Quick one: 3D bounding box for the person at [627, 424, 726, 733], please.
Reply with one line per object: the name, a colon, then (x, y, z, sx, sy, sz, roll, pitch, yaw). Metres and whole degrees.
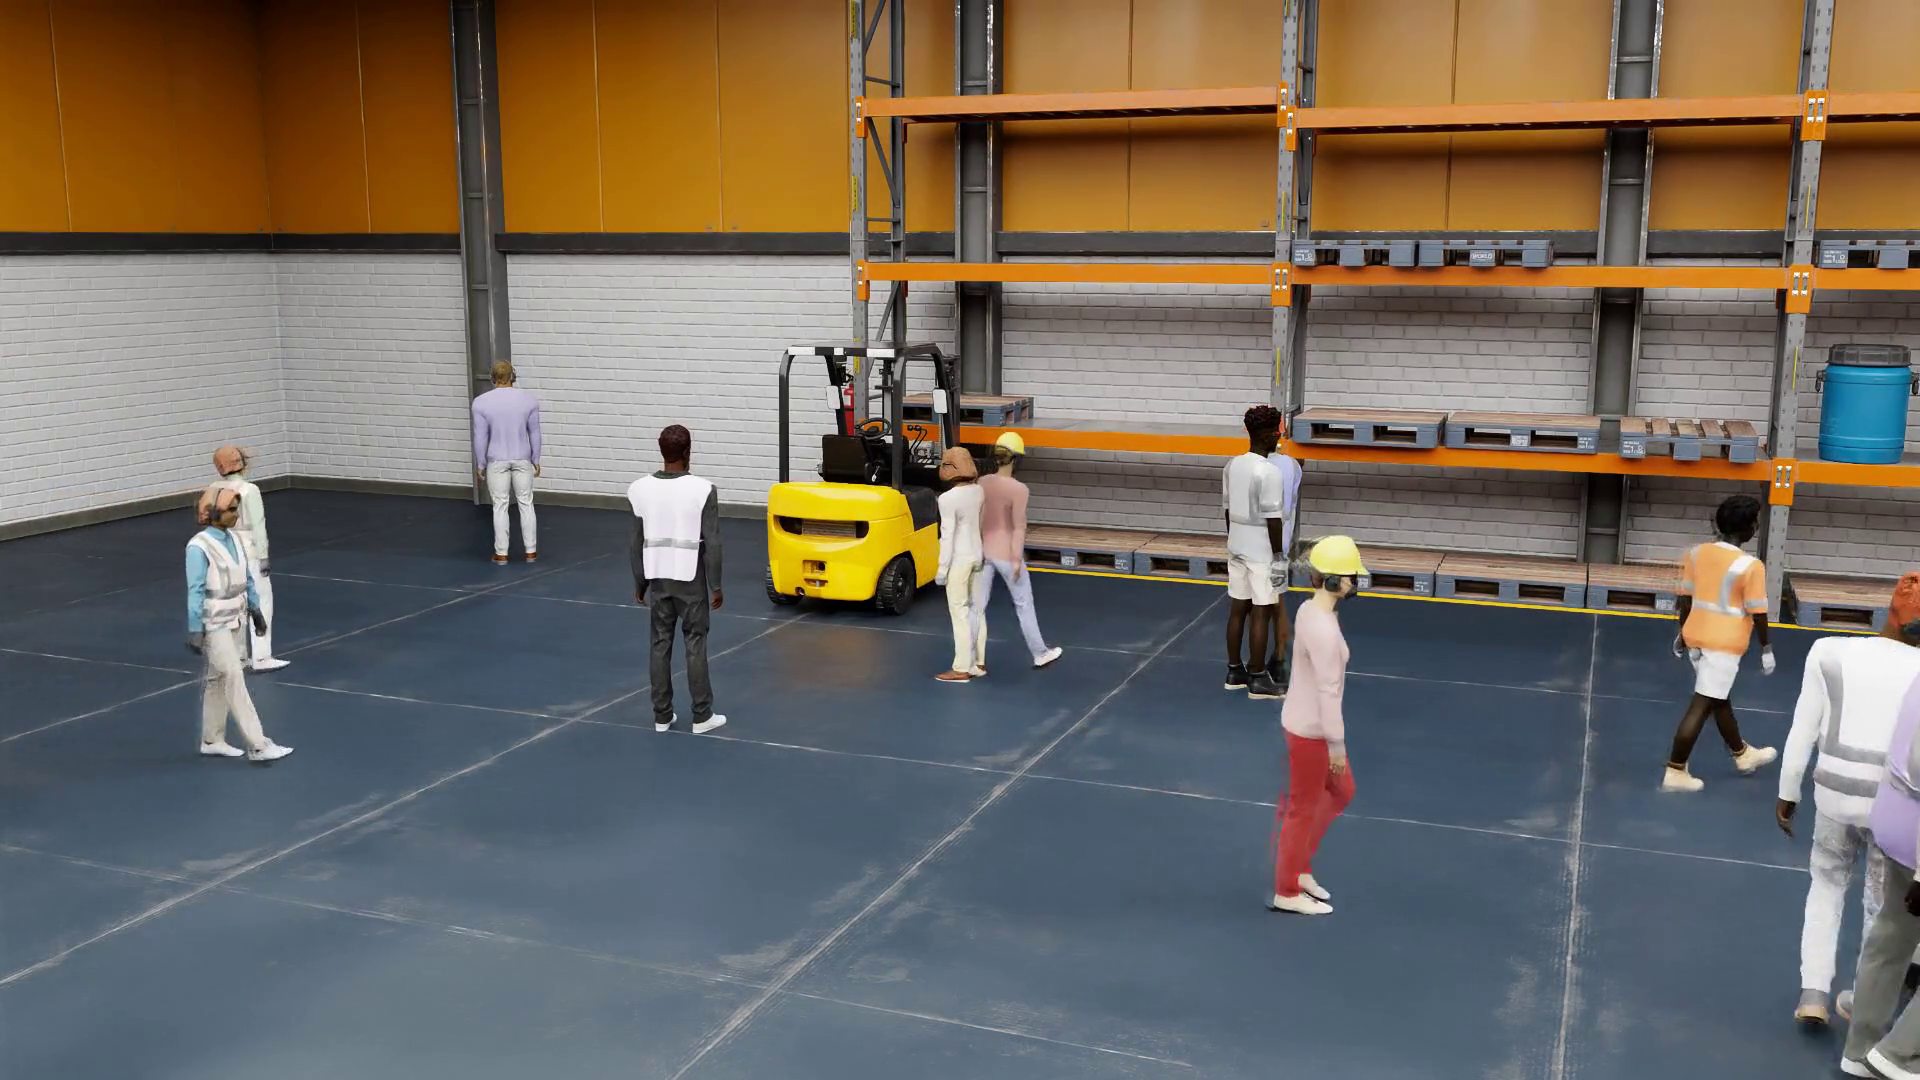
person: (-1.751, 0.247, 10.286, 0.589, 1.920, 0.398, 3, 11, 14)

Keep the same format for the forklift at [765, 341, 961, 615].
forklift: (-0.739, -0.602, 14.246, 1.214, 2.155, 2.313, 4, 11, 21)

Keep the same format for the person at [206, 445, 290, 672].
person: (-5.095, 0.132, 11.800, 0.570, 1.609, 0.332, 5, 11, 26)

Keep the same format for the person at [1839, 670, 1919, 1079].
person: (3.437, 1.056, 5.830, 0.524, 1.897, 0.598, 3, 11, 18)

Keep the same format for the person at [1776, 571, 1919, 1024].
person: (3.436, 0.999, 6.278, 0.623, 1.857, 0.441, 7, 12, 32)

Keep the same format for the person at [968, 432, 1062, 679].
person: (0.313, 0.104, 11.660, 0.526, 1.715, 0.869, 9, 14, 42)

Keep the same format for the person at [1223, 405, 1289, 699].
person: (1.984, 0.075, 11.109, 0.368, 1.966, 0.603, -4, 11, -23)

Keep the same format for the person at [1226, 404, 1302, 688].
person: (2.061, 0.046, 11.342, 0.545, 1.942, 0.354, -8, 13, -39)

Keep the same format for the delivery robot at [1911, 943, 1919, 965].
delivery robot: (4.047, 1.574, 6.432, 0.477, 0.478, 0.707, -5, 11, -27)

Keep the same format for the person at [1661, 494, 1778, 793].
person: (4.277, 0.572, 9.186, 0.858, 1.651, 0.553, -2, 10, -12)

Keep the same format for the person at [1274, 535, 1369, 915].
person: (1.608, 0.841, 7.425, 0.426, 1.746, 0.540, 1, 10, 8)

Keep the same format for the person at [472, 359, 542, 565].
person: (-4.259, -0.730, 15.688, 0.627, 1.934, 0.370, -4, 11, -23)

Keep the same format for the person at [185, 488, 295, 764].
person: (-4.183, 0.500, 9.684, 0.675, 1.612, 0.544, 0, 10, 2)

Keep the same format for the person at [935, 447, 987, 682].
person: (0.003, 0.170, 11.505, 0.282, 1.633, 0.501, 7, 12, 34)
